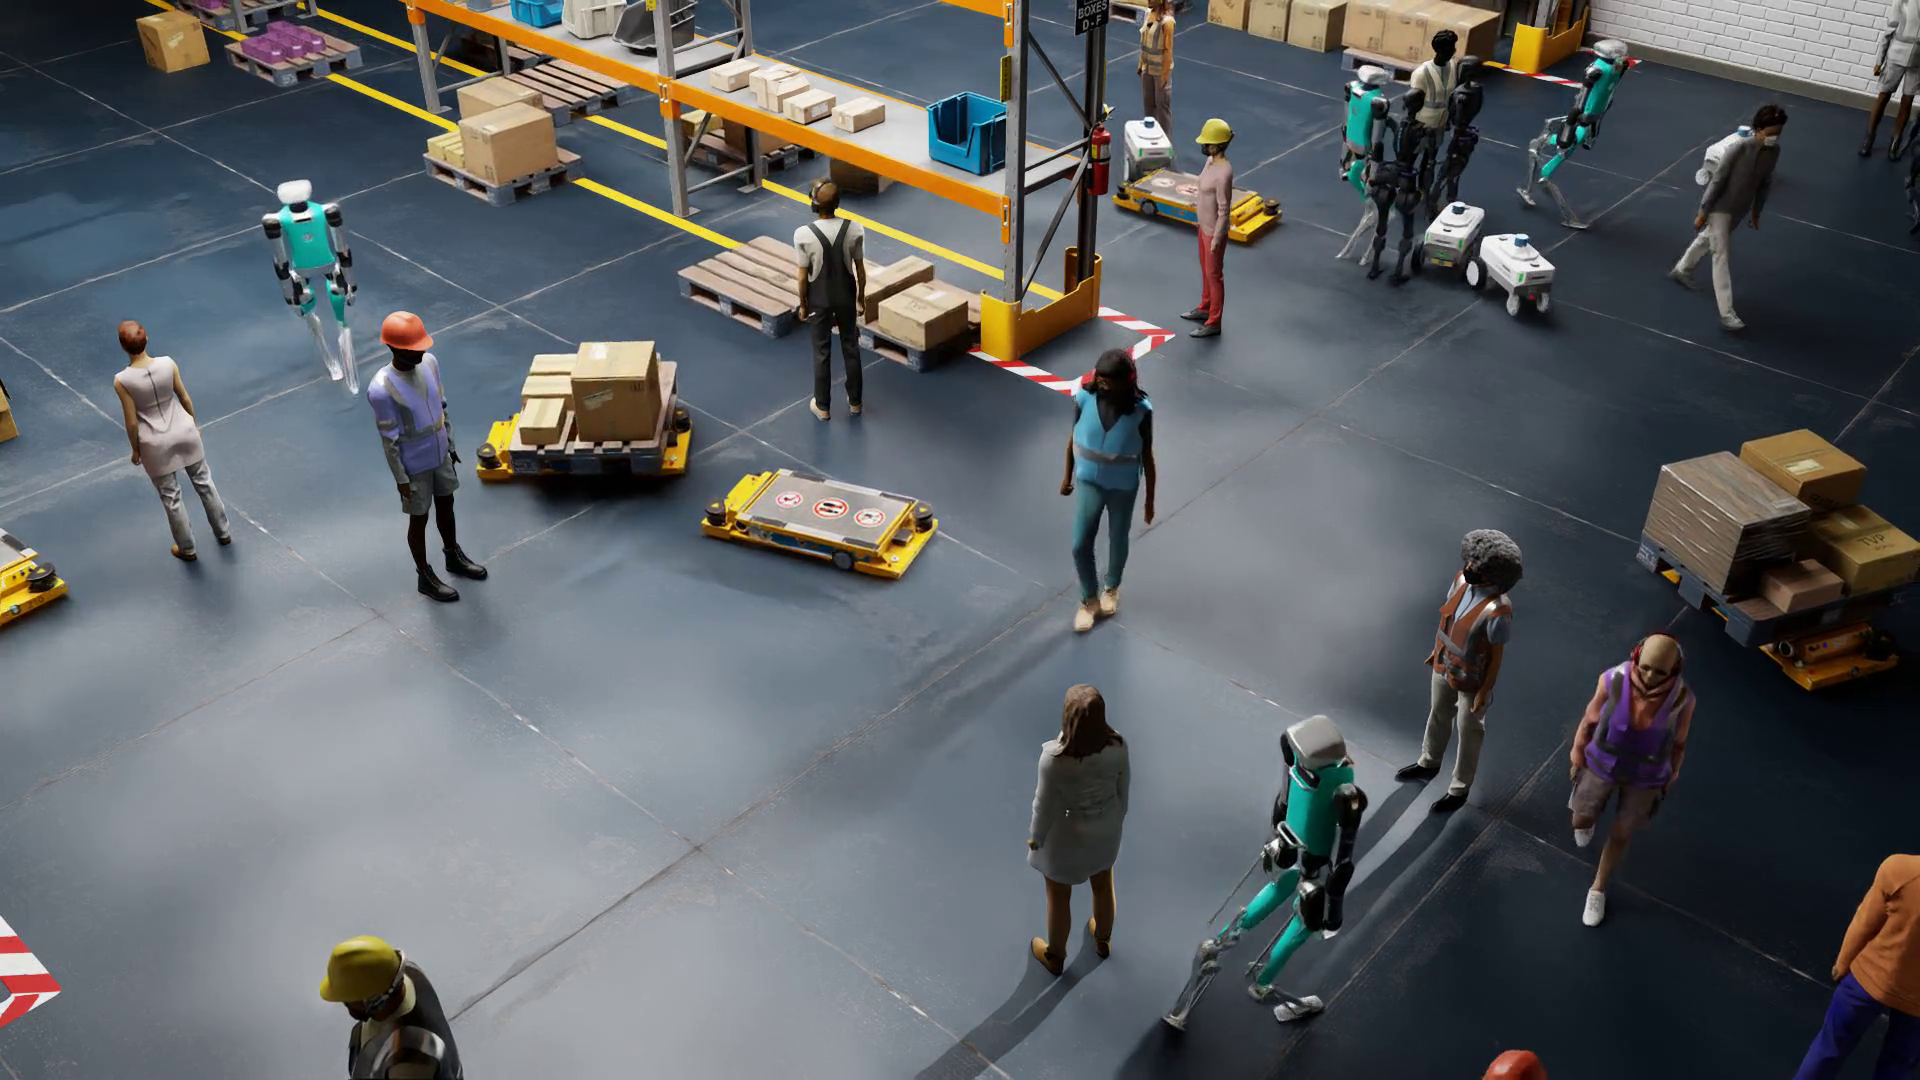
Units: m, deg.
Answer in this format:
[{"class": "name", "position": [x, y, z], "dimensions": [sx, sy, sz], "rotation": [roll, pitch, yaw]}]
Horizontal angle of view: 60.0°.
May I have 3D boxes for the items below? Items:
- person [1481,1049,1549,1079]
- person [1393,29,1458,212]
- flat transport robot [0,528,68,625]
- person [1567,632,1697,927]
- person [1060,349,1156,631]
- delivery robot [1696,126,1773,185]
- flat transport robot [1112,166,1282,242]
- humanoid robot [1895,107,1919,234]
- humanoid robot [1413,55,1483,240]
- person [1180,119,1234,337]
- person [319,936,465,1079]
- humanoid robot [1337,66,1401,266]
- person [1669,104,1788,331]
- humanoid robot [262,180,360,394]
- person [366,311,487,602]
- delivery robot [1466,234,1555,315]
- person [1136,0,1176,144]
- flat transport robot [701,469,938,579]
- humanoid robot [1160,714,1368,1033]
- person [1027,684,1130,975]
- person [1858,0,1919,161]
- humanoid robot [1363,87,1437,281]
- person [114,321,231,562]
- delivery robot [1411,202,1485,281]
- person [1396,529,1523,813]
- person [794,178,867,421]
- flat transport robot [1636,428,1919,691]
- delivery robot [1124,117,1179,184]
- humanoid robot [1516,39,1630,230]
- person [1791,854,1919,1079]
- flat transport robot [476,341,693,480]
[{"class": "person", "position": [1.874, 2.437, 5.983], "dimensions": [0.402, 1.736, 0.564], "rotation": [-27, 43, -33]}, {"class": "person", "position": [4.243, -3.785, 15.044], "dimensions": [0.534, 1.693, 0.320], "rotation": [-18, 39, -24]}, {"class": "flat transport robot", "position": [-6.376, 0.162, 10.576], "dimensions": [1.431, 0.231, 0.659], "rotation": [24, 41, 30]}, {"class": "person", "position": [3.201, 1.082, 8.007], "dimensions": [0.488, 1.676, 0.529], "rotation": [15, 37, 21]}, {"class": "person", "position": [0.859, -0.268, 9.810], "dimensions": [0.585, 1.844, 0.660], "rotation": [8, 35, 12]}, {"class": "delivery robot", "position": [7.409, -3.649, 15.862], "dimensions": [0.785, 0.613, 0.525], "rotation": [-27, 43, -33]}, {"class": "flat transport robot", "position": [2.177, -3.104, 15.307], "dimensions": [1.431, 0.231, 0.659], "rotation": [24, 41, 30]}, {"class": "humanoid robot", "position": [8.683, -3.523, 14.681], "dimensions": [0.596, 1.640, 0.553], "rotation": [-3, 35, -4]}, {"class": "humanoid robot", "position": [4.300, -3.422, 14.525], "dimensions": [0.406, 1.647, 0.616], "rotation": [14, 37, 19]}, {"class": "person", "position": [1.950, -2.444, 13.034], "dimensions": [0.322, 1.765, 0.533], "rotation": [-3, 35, -4]}, {"class": "person", "position": [-2.071, 2.162, 6.316], "dimensions": [0.403, 1.819, 0.600], "rotation": [-13, 37, -19]}, {"class": "humanoid robot", "position": [3.540, -3.150, 14.096], "dimensions": [0.688, 1.791, 0.552], "rotation": [-13, 37, -18]}, {"class": "person", "position": [6.196, -2.658, 13.328], "dimensions": [0.553, 1.794, 1.150], "rotation": [-10, 36, -14]}, {"class": "humanoid robot", "position": [-4.756, -1.910, 12.307], "dimensions": [0.546, 1.780, 0.885], "rotation": [-14, 37, -20]}, {"class": "person", "position": [-3.238, -0.512, 10.098], "dimensions": [0.374, 1.930, 0.541], "rotation": [15, 37, 21]}, {"class": "delivery robot", "position": [4.606, -2.251, 13.837], "dimensions": [0.499, 0.614, 0.817], "rotation": [-8, 35, -11]}, {"class": "person", "position": [1.875, -4.545, 16.077], "dimensions": [0.344, 1.769, 0.458], "rotation": [-16, 38, -22]}, {"class": "flat transport robot", "position": [-0.928, -0.133, 11.002], "dimensions": [1.431, 0.231, 0.659], "rotation": [13, 37, 18]}, {"class": "humanoid robot", "position": [1.272, 1.591, 7.271], "dimensions": [0.892, 1.827, 0.538], "rotation": [-13, 37, -17]}, {"class": "person", "position": [0.542, 1.326, 7.663], "dimensions": [0.480, 1.659, 0.338], "rotation": [-13, 37, -18]}, {"class": "person", "position": [9.151, -4.634, 16.072], "dimensions": [0.547, 1.924, 0.387], "rotation": [14, 37, 19]}, {"class": "humanoid robot", "position": [3.645, -2.966, 13.863], "dimensions": [0.603, 1.655, 0.314], "rotation": [25, 42, 31]}, {"class": "person", "position": [-5.007, -0.624, 10.486], "dimensions": [0.288, 1.661, 0.451], "rotation": [28, 44, 35]}, {"class": "delivery robot", "position": [4.235, -2.609, 14.342], "dimensions": [0.523, 0.599, 0.770], "rotation": [18, 39, 25]}, {"class": "person", "position": [2.600, 0.669, 8.588], "dimensions": [0.310, 1.690, 0.437], "rotation": [-14, 37, -19]}, {"class": "person", "position": [-0.916, -1.714, 11.905], "dimensions": [0.507, 1.846, 0.343], "rotation": [-10, 36, -14]}, {"class": "flat transport robot", "position": [4.988, 0.375, 10.267], "dimensions": [0.659, 0.231, 1.431], "rotation": [-12, 36, -17]}, {"class": "delivery robot", "position": [1.811, -3.754, 16.005], "dimensions": [0.499, 0.604, 0.801], "rotation": [-4, 35, -5]}, {"class": "humanoid robot", "position": [5.358, -3.685, 14.902], "dimensions": [0.531, 1.749, 0.997], "rotation": [-24, 41, -31]}, {"class": "person", "position": [3.827, 1.781, 6.736], "dimensions": [0.516, 1.975, 0.402], "rotation": [18, 39, 24]}, {"class": "flat transport robot", "position": [-2.651, -0.688, 11.806], "dimensions": [1.431, 0.231, 0.659], "rotation": [-1, 35, -1]}]
